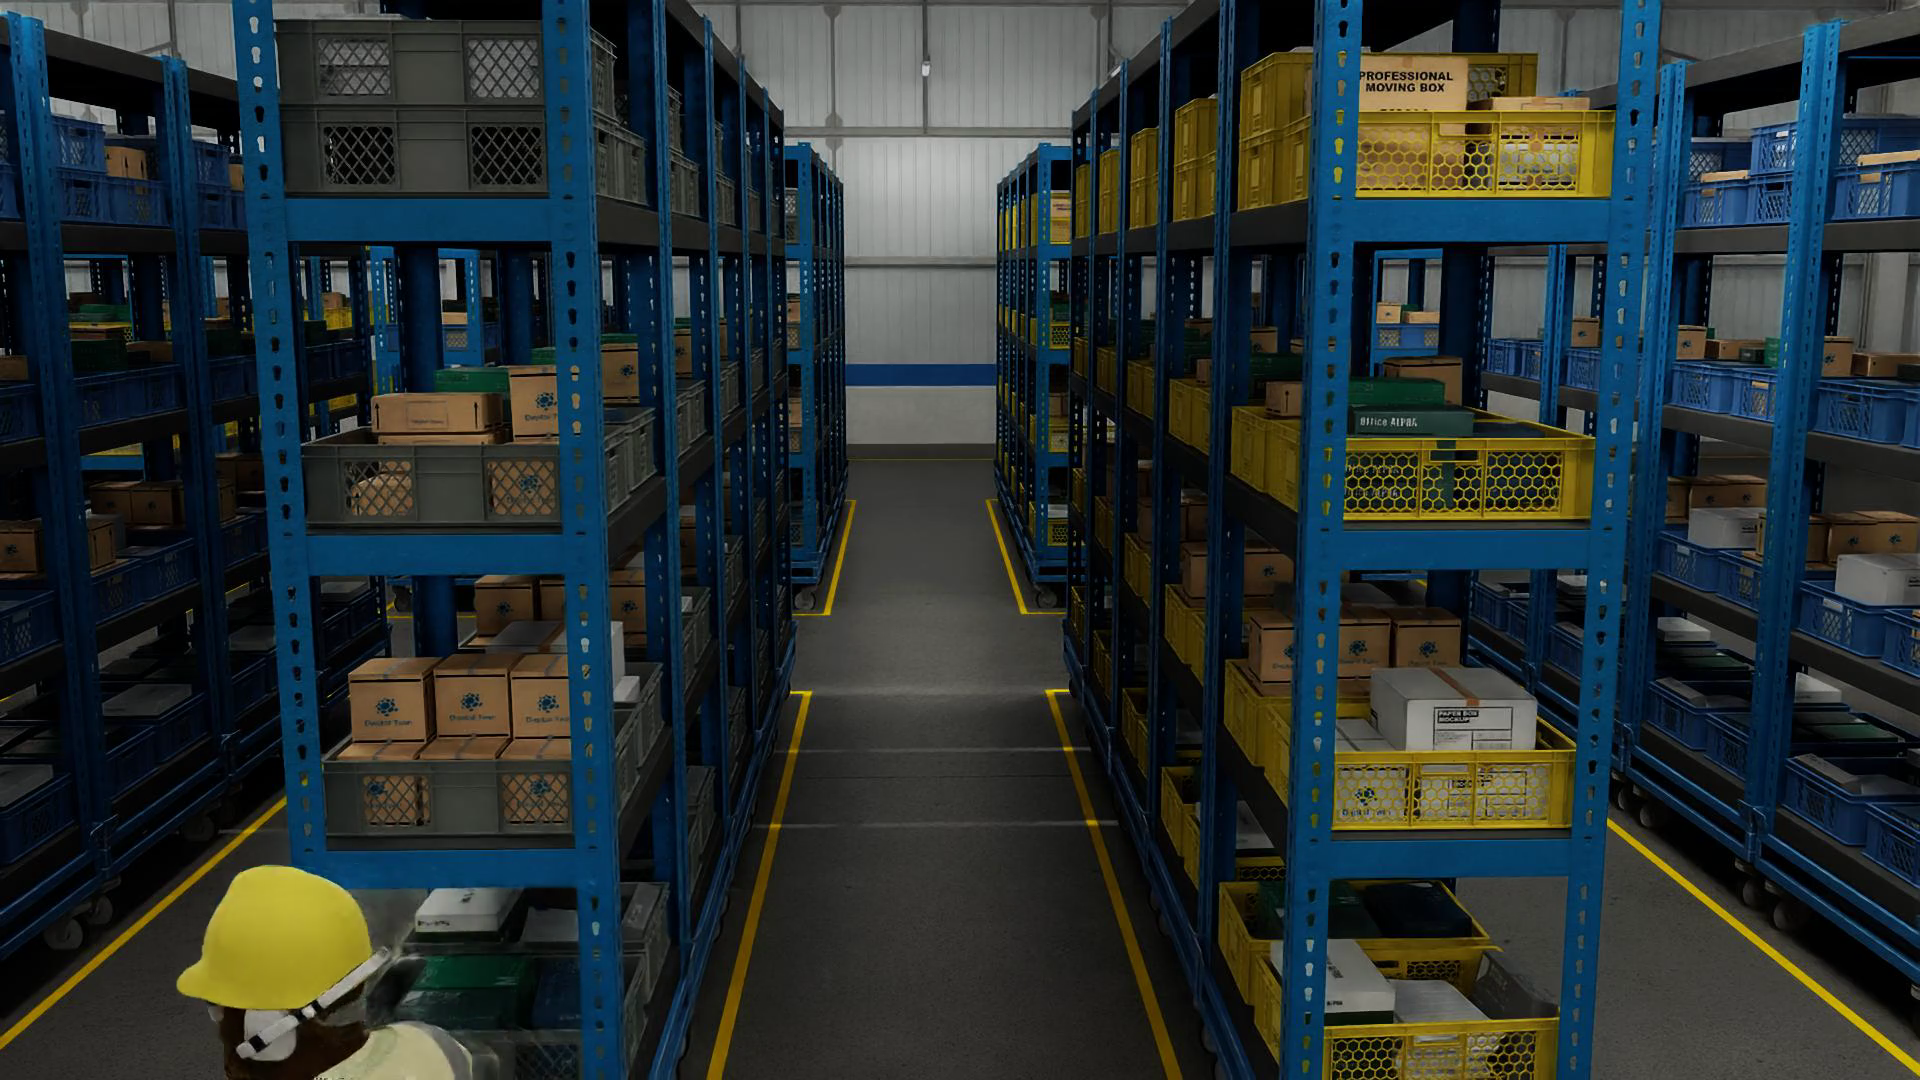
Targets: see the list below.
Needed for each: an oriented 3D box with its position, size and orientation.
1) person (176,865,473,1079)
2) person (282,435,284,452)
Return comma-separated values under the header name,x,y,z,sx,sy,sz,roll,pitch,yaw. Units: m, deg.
name,x,y,z,sx,sy,sz,roll,pitch,yaw
person,-1.062,1.376,2.581,0.862,1.793,0.618,1,9,6
person,-8.383,-1.617,20.635,0.433,1.835,0.577,0,9,-1
